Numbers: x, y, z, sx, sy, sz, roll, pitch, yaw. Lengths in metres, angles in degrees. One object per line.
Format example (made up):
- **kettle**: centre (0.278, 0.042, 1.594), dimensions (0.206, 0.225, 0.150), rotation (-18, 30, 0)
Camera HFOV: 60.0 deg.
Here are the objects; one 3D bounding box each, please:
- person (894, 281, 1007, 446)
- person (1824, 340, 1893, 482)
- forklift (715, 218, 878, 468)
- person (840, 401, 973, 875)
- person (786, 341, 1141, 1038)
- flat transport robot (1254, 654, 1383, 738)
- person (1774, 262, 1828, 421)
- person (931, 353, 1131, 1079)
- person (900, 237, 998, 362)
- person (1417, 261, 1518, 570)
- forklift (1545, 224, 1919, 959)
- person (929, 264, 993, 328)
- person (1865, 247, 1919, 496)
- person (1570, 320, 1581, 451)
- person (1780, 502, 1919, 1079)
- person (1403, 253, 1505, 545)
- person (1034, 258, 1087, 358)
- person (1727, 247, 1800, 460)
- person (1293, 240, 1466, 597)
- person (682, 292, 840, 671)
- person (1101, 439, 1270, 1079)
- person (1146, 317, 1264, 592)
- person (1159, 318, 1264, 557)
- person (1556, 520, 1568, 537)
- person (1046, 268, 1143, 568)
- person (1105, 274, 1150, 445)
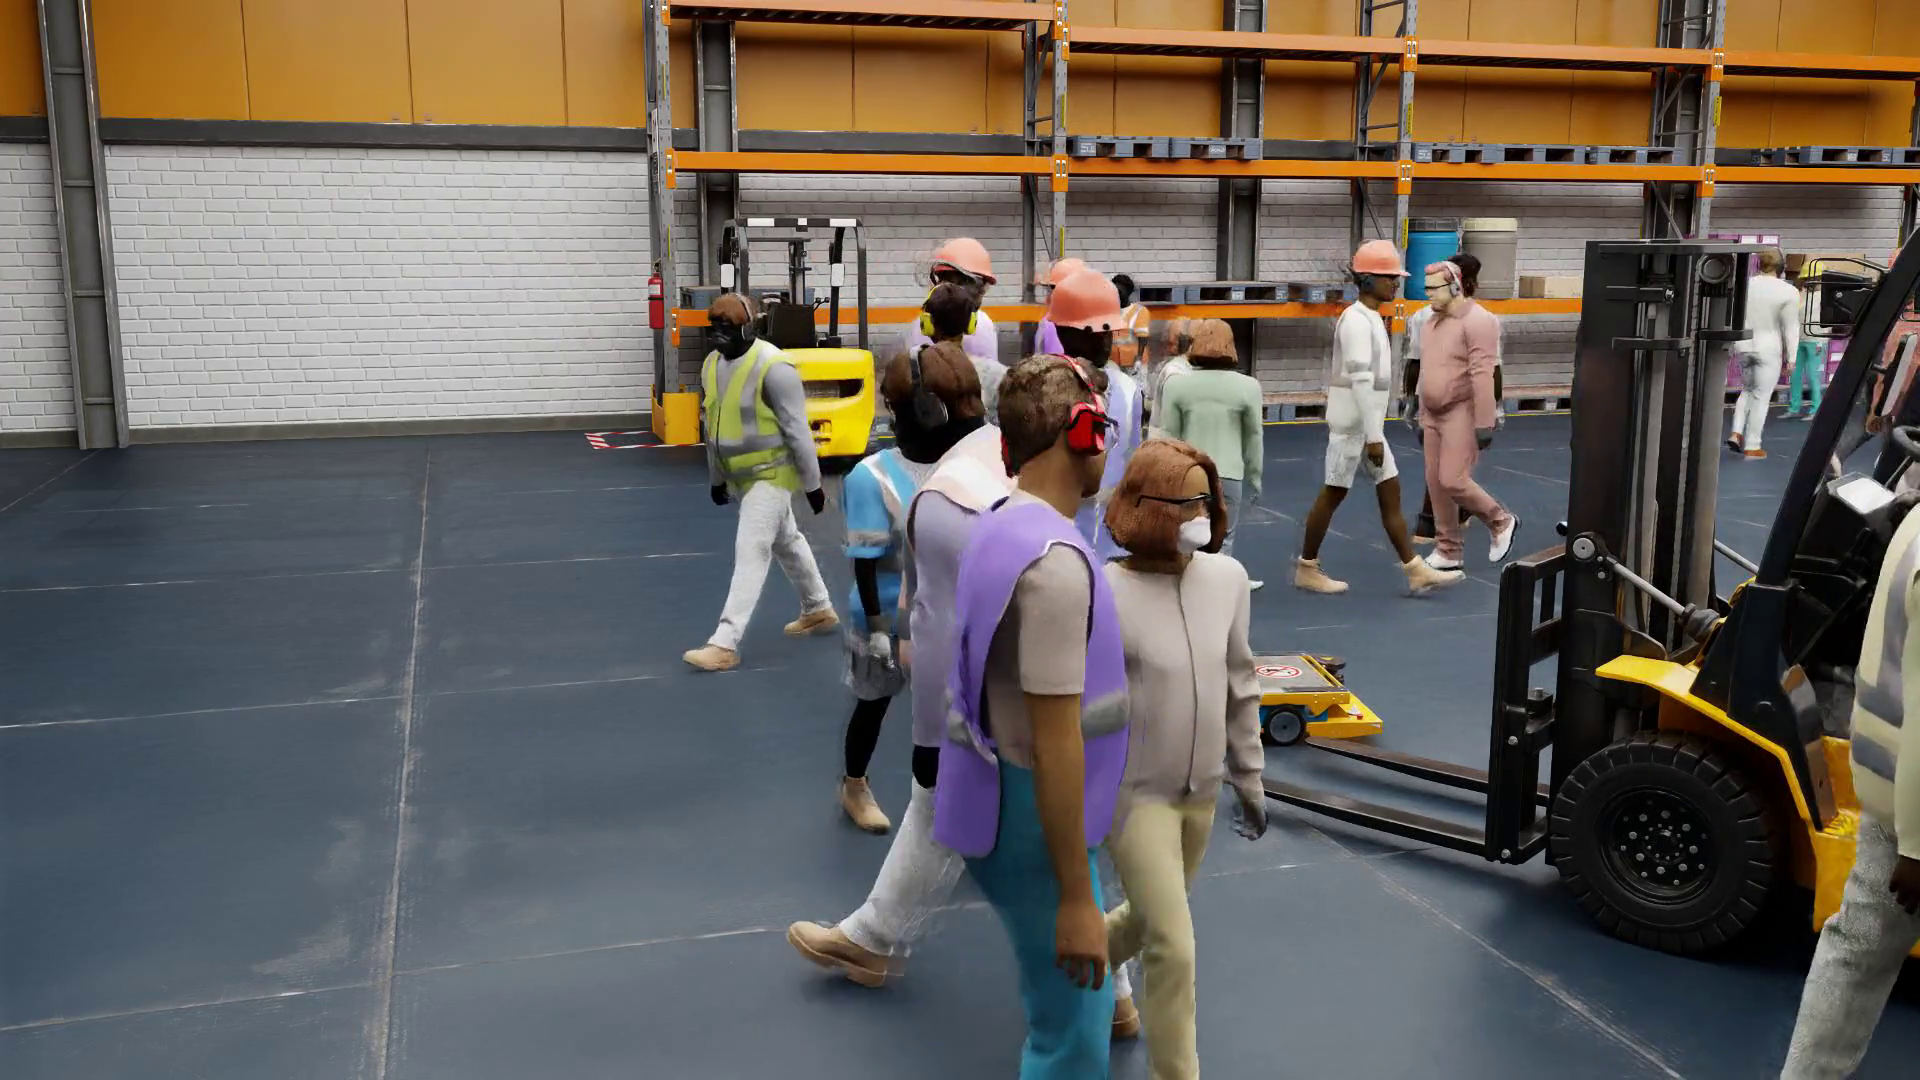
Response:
- **person**: centre (-0.031, -0.139, 6.876), dimensions (0.535, 1.848, 0.687), rotation (-2, 11, -11)
- **person**: centre (7.184, -1.240, 12.973), dimensions (0.683, 1.825, 0.526), rotation (-3, 11, -16)
- **forklift**: centre (-1.522, -1.778, 14.899), dimensions (1.214, 2.155, 2.313), rotation (-3, 11, -17)
- **person**: centre (-0.161, 0.234, 5.374), dimensions (0.539, 1.636, 0.885), rotation (-6, 12, -30)
- **person**: centre (0.027, 0.381, 4.253), dimensions (1.005, 1.757, 0.697), rotation (3, 11, 14)
- **flat transport robot**: centre (0.956, 0.643, 6.900), dimensions (1.431, 0.197, 0.652), rotation (-1, 10, -4)
- **person**: centre (9.330, -2.177, 18.332), dimensions (0.398, 1.747, 0.551), rotation (-4, 11, -23)
- **person**: centre (0.194, 0.576, 3.114), dimensions (0.504, 1.808, 0.625), rotation (0, 10, -2)
- **person**: centre (-0.038, -0.357, 7.585), dimensions (0.560, 2.019, 0.649), rotation (-7, 12, -33)
- **person**: centre (3.020, -0.730, 10.020), dimensions (0.547, 1.876, 0.681), rotation (-3, 11, -16)
- **forklift**: centre (2.909, 0.117, 4.508), dimensions (2.313, 2.155, 1.214), rotation (9, 14, 40)
- **person**: centre (-0.056, -0.890, 10.845), dimensions (0.549, 1.890, 0.868), rotation (7, 13, 35)
- **person**: centre (5.731, -0.793, 10.117), dimensions (0.653, 1.963, 0.623), rotation (1, 10, 6)
- **person**: centre (3.767, -0.646, 9.449), dimensions (0.587, 1.920, 0.391), rotation (2, 10, 9)
- **person**: centre (2.153, 0.524, 3.360), dimensions (0.872, 1.792, 0.621), rotation (5, 11, 25)
- **person**: centre (3.334, -0.949, 11.124), dimensions (0.619, 1.904, 1.020), rotation (10, 14, 43)
- **person**: centre (0.521, -0.793, 10.326), dimensions (0.897, 1.904, 0.570), rotation (1, 10, 5)
- **person**: centre (7.285, -1.683, 15.106), dimensions (0.444, 1.924, 0.661), rotation (-7, 13, -34)
- **person**: centre (2.334, -0.639, 9.198), dimensions (1.018, 1.991, 0.629), rotation (4, 11, 23)
- **person**: centre (-0.961, -0.304, 8.026), dimensions (1.042, 1.774, 0.671), rotation (-9, 13, -39)
- **person**: centre (0.415, 0.558, 3.727), dimensions (0.506, 1.605, 0.806), rotation (-8, 13, -36)
- **person**: centre (1.206, -0.436, 9.213), dimensions (0.903, 1.585, 0.497), rotation (3, 11, 18)
- **person**: centre (1.260, -0.297, 8.369), dimensions (0.514, 1.619, 0.457), rotation (3, 11, 14)
- **person**: centre (4.311, -0.898, 10.956), dimensions (0.674, 1.863, 0.932), rotation (8, 13, 39)
- **person**: centre (0.407, 0.064, 5.562), dimensions (0.545, 1.916, 0.523), rotation (-4, 11, -23)
- **person**: centre (1.533, -1.692, 15.897), dimensions (0.542, 1.659, 0.812), rotation (7, 12, 32)
